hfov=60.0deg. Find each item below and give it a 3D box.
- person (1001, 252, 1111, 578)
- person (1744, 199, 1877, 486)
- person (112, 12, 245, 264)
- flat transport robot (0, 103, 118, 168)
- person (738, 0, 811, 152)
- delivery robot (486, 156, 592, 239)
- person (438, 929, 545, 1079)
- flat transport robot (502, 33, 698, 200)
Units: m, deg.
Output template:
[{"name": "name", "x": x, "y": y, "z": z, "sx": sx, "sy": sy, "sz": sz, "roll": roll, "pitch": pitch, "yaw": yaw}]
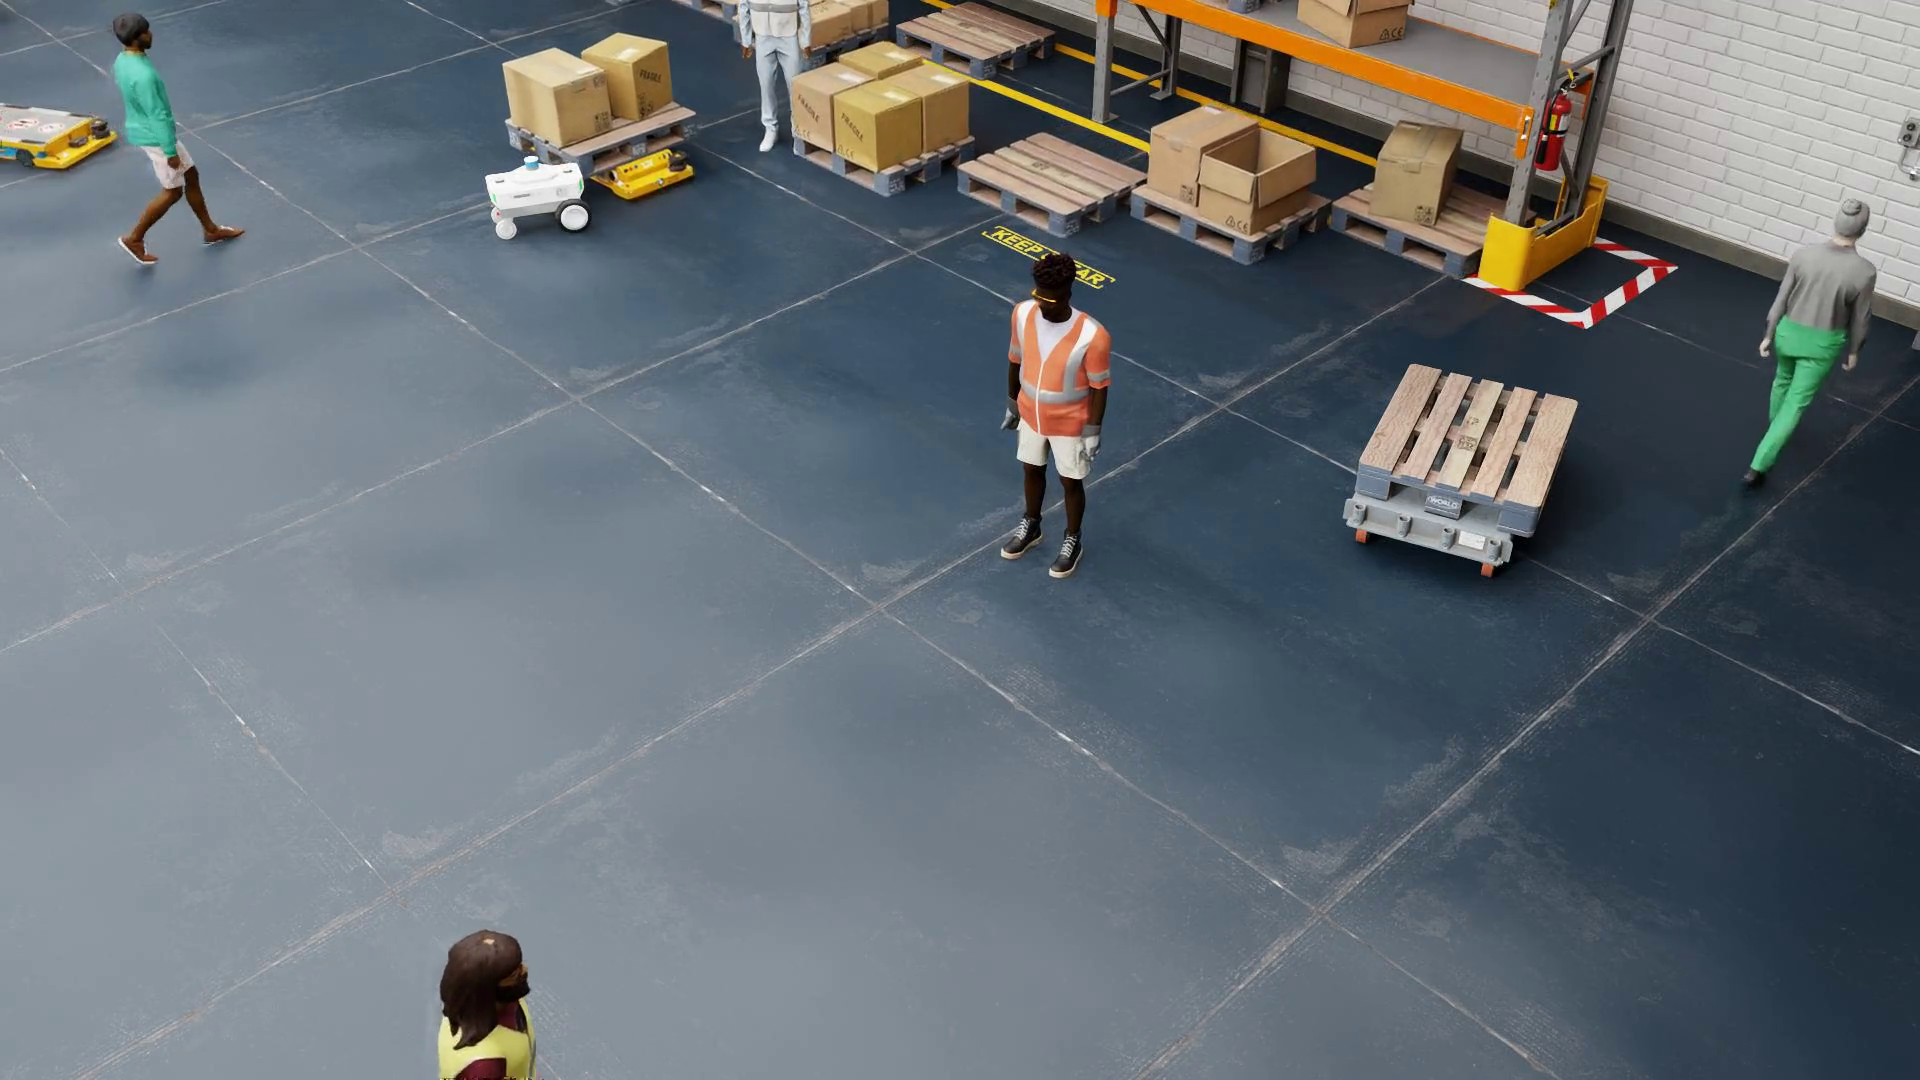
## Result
[{"name": "person", "x": 0.503, "y": -0.674, "z": 9.020, "sx": 0.611, "sy": 1.961, "sz": 0.364, "roll": 22, "pitch": 42, "yaw": 27}, {"name": "person", "x": 5.046, "y": -1.196, "z": 9.848, "sx": 0.537, "sy": 1.802, "sz": 0.927, "roll": 30, "pitch": 46, "yaw": 33}, {"name": "person", "x": -5.877, "y": -2.908, "z": 12.098, "sx": 0.846, "sy": 1.819, "sz": 0.520, "roll": -24, "pitch": 43, "yaw": -28}, {"name": "flat transport robot", "x": -7.962, "y": -3.423, "z": 14.065, "sx": 1.431, "sy": 0.231, "sz": 0.659, "roll": 10, "pitch": 38, "yaw": 13}, {"name": "person", "x": -1.507, "y": -4.126, "z": 13.640, "sx": 0.594, "sy": 1.909, "sz": 0.409, "roll": 3, "pitch": 37, "yaw": 4}, {"name": "delivery robot", "x": -3.244, "y": -2.657, "z": 12.825, "sx": 0.813, "sy": 0.609, "sz": 0.499, "roll": -12, "pitch": 39, "yaw": -16}, {"name": "person", "x": -1.447, "y": 1.971, "z": 5.705, "sx": 0.787, "sy": 1.743, "sz": 0.492, "roll": -2, "pitch": 37, "yaw": -3}, {"name": "flat transport robot", "x": -2.918, "y": -3.205, "z": 13.777, "sx": 1.431, "sy": 0.231, "sz": 0.659, "roll": 31, "pitch": 47, "yaw": 34}]
